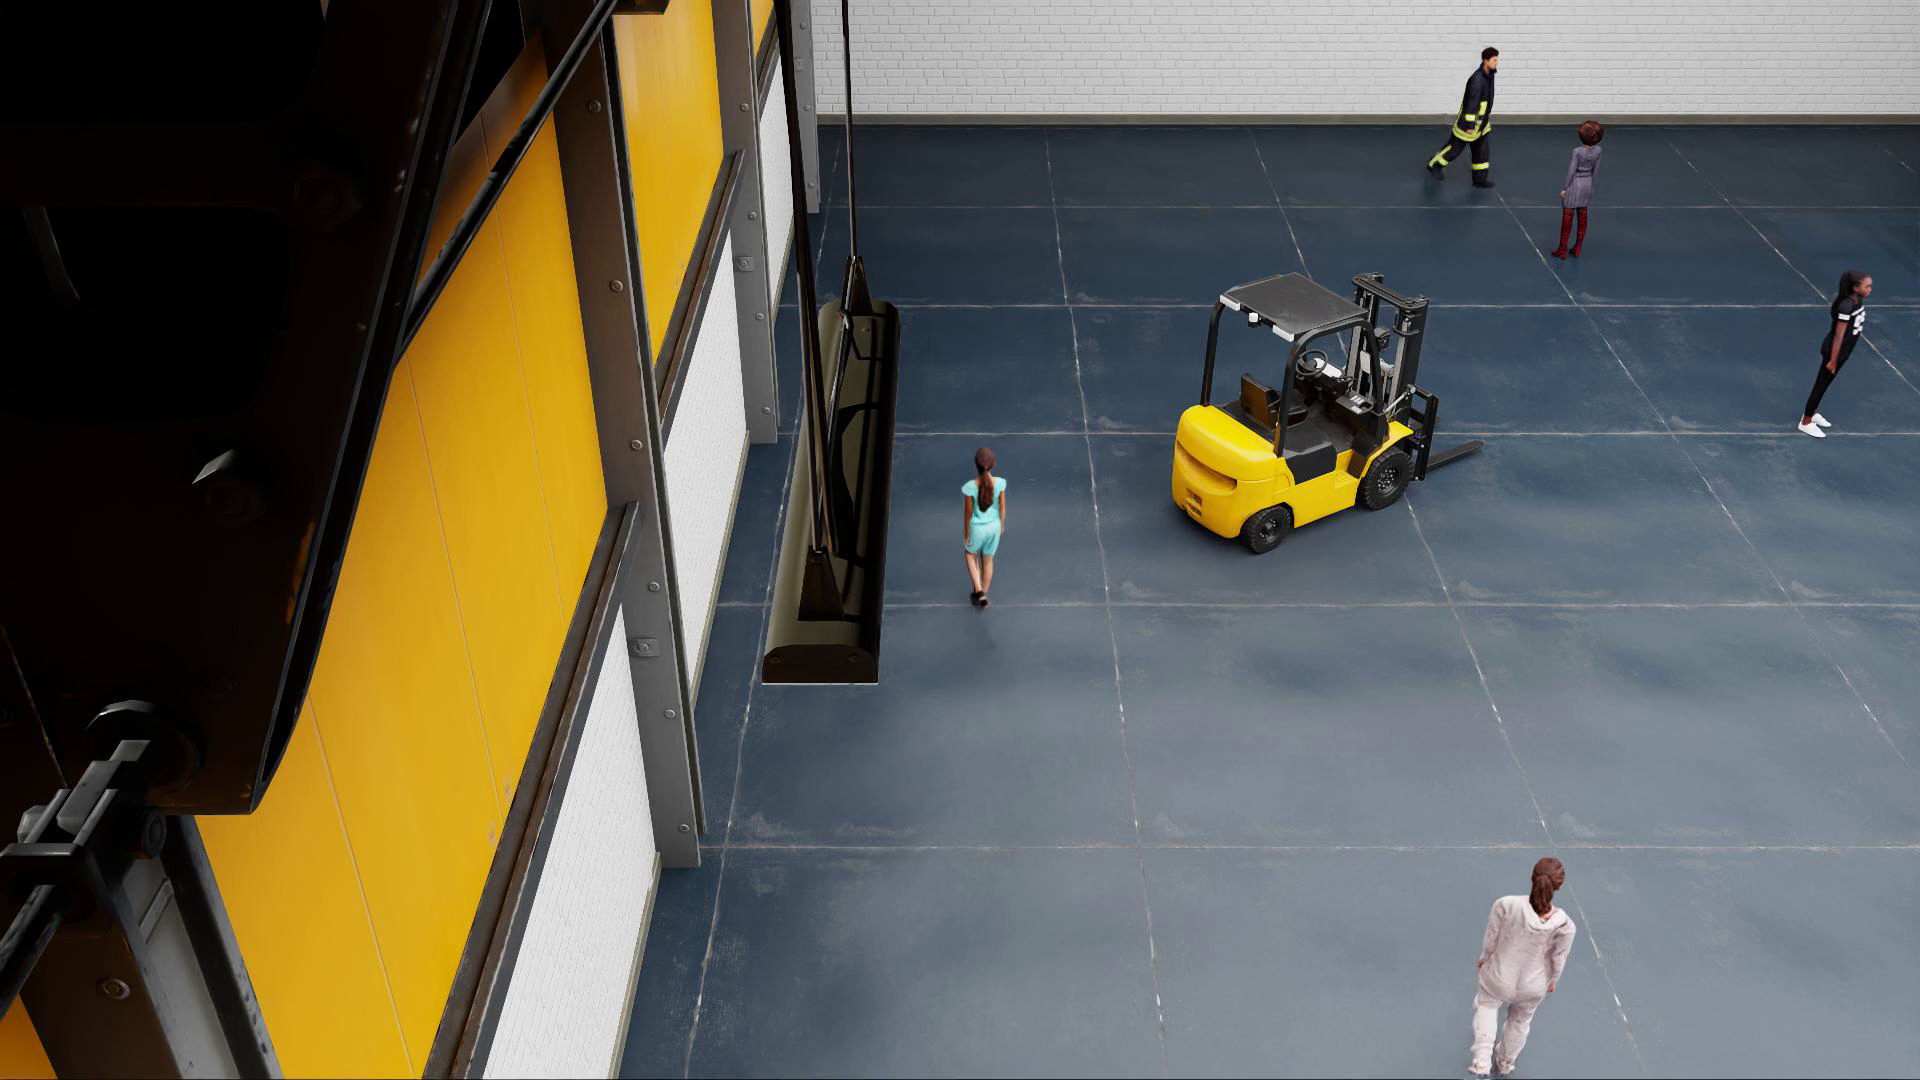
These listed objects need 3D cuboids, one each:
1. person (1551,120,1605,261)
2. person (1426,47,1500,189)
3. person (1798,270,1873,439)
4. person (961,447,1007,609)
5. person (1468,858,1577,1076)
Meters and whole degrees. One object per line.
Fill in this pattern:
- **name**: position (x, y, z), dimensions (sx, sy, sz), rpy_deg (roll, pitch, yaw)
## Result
- **person**: position (7.542, -4.267, 20.271), dimensions (0.634, 1.710, 0.587), rpy_deg (-8, 34, -12)
- **person**: position (6.753, -5.637, 22.173), dimensions (1.299, 1.887, 1.288), rpy_deg (26, 41, 33)
- **person**: position (8.794, -1.888, 16.676), dimensions (0.762, 1.728, 0.686), rpy_deg (24, 41, 32)
- **person**: position (0.214, -0.066, 14.098), dimensions (0.596, 1.548, 0.649), rpy_deg (-7, 34, -10)
- **person**: position (3.312, 2.632, 9.925), dimensions (0.789, 1.674, 0.868), rpy_deg (13, 36, 19)
